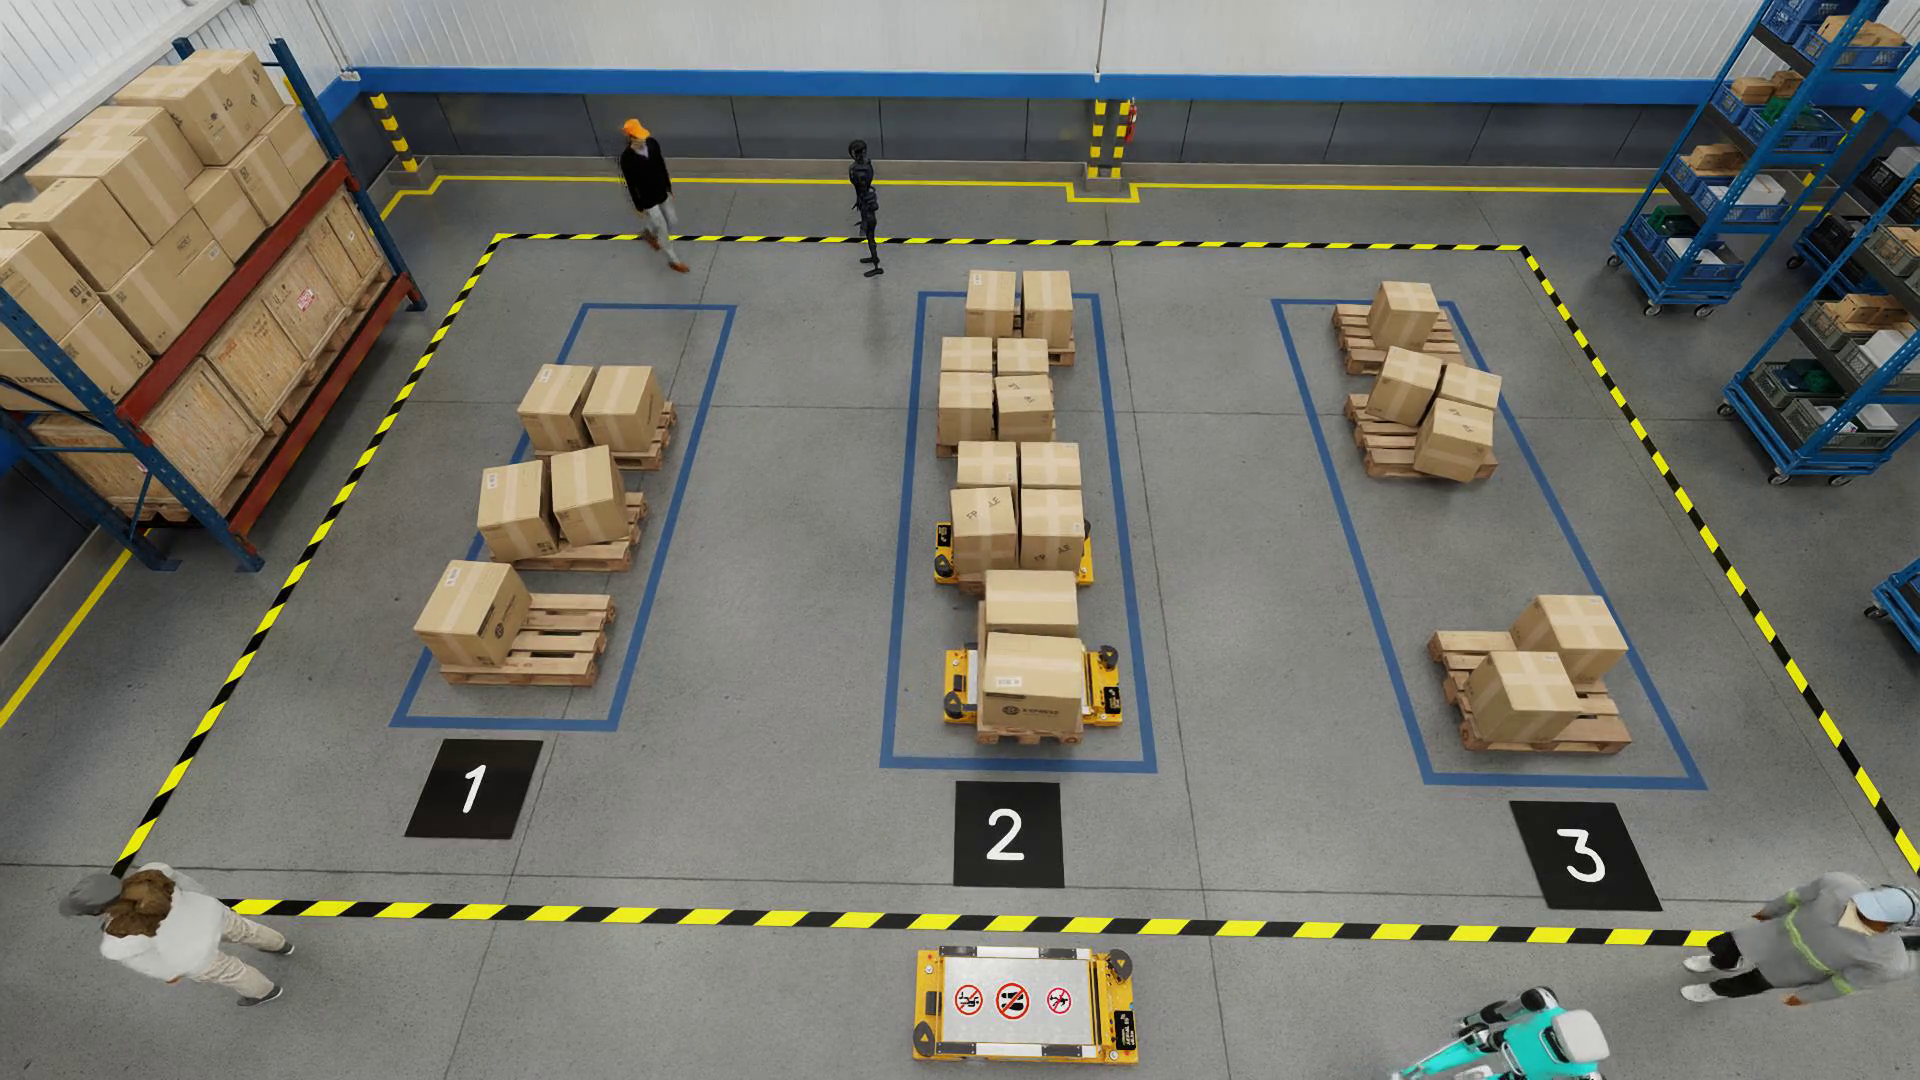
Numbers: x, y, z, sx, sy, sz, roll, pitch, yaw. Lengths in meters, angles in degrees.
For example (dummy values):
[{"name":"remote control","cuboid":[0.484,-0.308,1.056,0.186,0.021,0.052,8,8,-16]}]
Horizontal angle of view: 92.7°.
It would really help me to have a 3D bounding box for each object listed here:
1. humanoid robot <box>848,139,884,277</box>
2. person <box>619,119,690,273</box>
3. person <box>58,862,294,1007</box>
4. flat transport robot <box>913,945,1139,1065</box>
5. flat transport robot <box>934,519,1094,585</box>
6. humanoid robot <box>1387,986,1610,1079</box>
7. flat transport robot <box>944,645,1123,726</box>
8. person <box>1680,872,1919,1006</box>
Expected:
[{"name":"humanoid robot","cuboid":[-1.114,-3.882,10.734,0.315,1.654,0.599,-7,51,-6]},{"name":"person","cuboid":[-3.653,-4.056,10.762,0.655,1.870,0.585,23,55,18]},{"name":"person","cuboid":[-4.669,2.395,5.565,0.399,1.769,0.563,-5,51,-4]},{"name":"flat transport robot","cuboid":[0.422,3.041,6.007,1.431,0.231,0.659,1,51,1]},{"name":"flat transport robot","cuboid":[0.490,0.087,8.397,1.431,0.197,0.652,1,51,1]},{"name":"humanoid robot","cuboid":[2.840,3.001,5.129,1.064,1.761,0.550,-12,52,-10]},{"name":"flat transport robot","cuboid":[0.593,1.174,7.511,1.431,0.197,0.652,1,51,1]},{"name":"person","cuboid":[4.955,2.453,5.469,0.416,1.841,0.585,-4,51,-3]}]
